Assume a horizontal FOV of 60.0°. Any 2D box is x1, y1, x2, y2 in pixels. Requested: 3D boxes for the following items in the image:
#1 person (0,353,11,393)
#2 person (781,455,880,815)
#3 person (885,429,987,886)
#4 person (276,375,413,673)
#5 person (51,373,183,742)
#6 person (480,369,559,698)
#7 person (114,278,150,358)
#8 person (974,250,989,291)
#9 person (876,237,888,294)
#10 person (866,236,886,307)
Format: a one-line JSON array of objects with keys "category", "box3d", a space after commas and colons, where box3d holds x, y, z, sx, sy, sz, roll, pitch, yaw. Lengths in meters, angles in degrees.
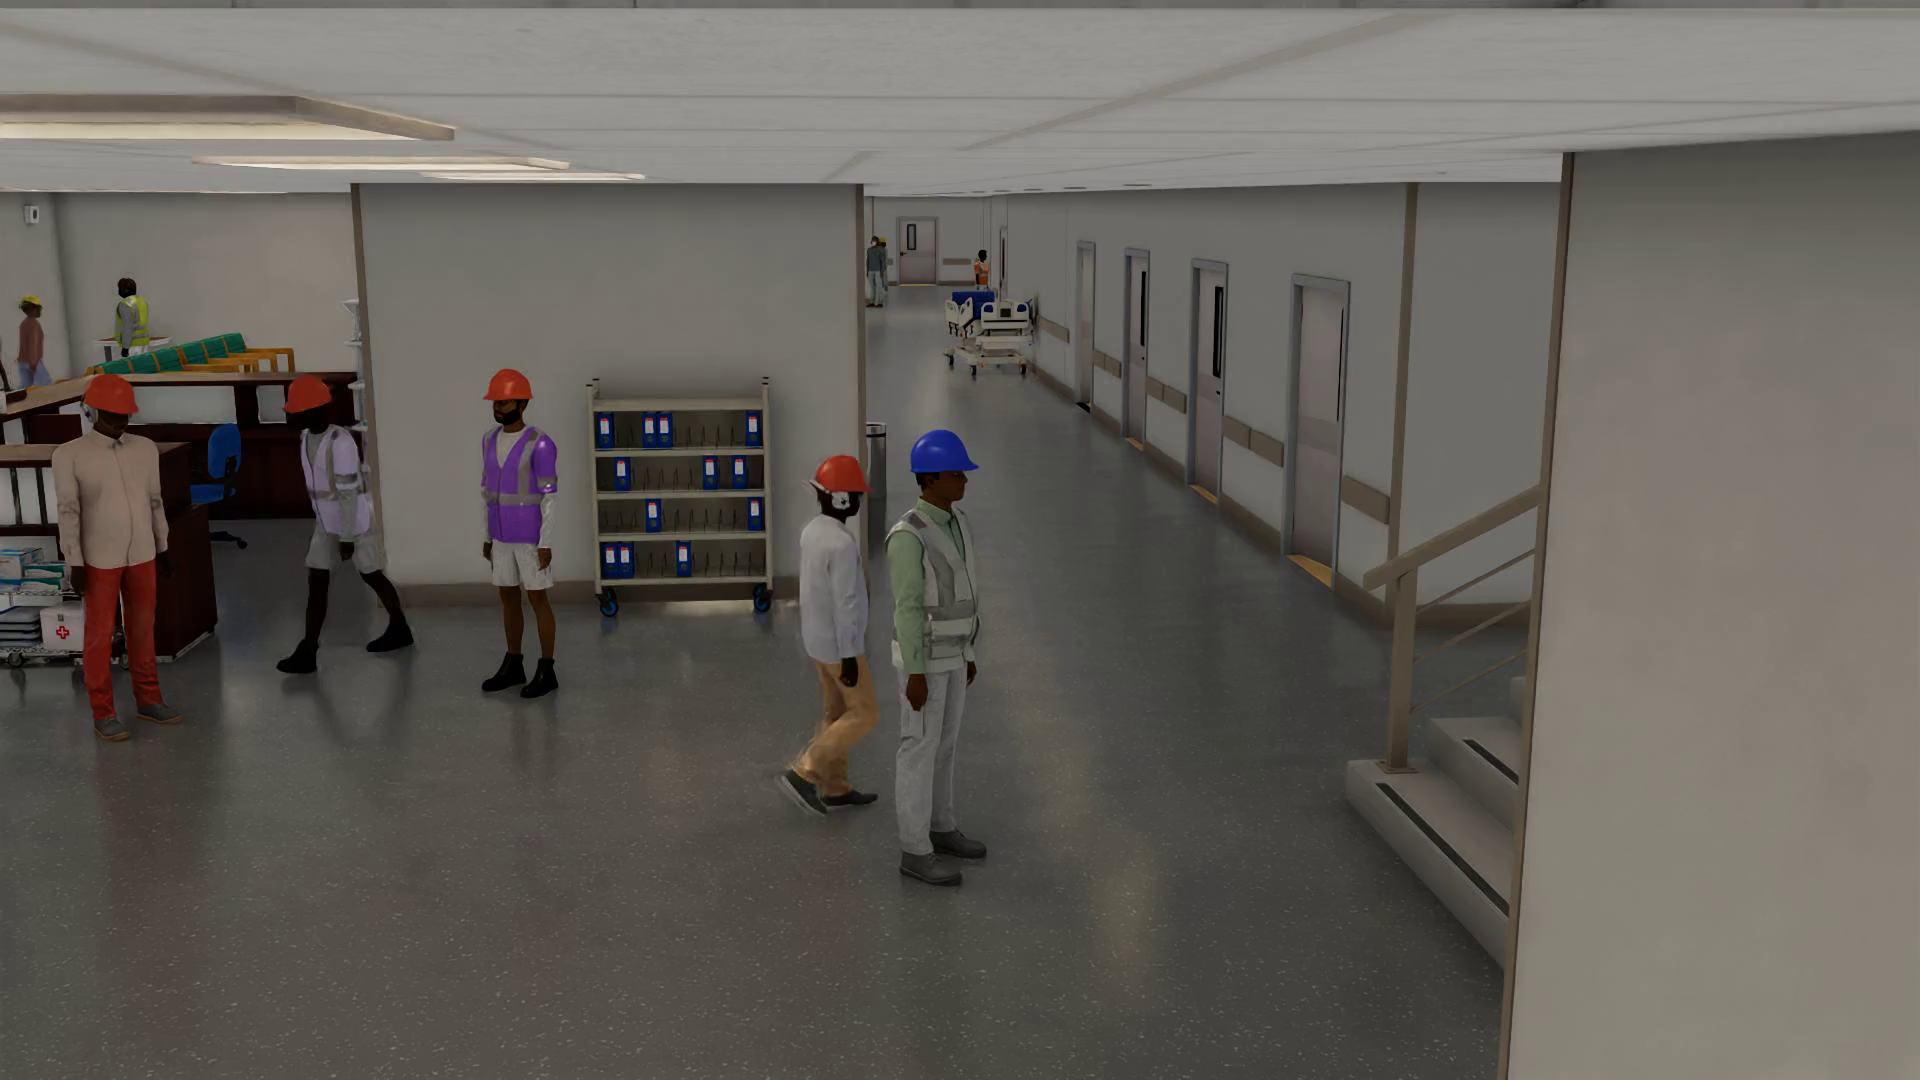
[{"category": "person", "box3d": [-10.359, -1.542, 17.456, 0.892, 1.808, 0.642, 5, 12, 22]}, {"category": "person", "box3d": [-0.596, 0.462, 7.844, 0.424, 1.735, 0.576, -4, 12, -19]}, {"category": "person", "box3d": [-0.103, 0.492, 7.178, 0.381, 1.951, 0.605, 5, 12, 21]}, {"category": "person", "box3d": [-3.883, -0.117, 10.424, 0.540, 1.865, 1.023, 7, 14, 32]}, {"category": "person", "box3d": [-4.582, 0.084, 9.077, 0.390, 1.990, 0.610, 6, 13, 29]}, {"category": "person", "box3d": [-2.612, -0.040, 9.799, 0.545, 1.942, 0.354, 6, 13, 28]}, {"category": "person", "box3d": [-11.501, -2.715, 23.120, 0.429, 1.842, 0.637, 0, 12, -2]}, {"category": "person", "box3d": [0.539, -6.333, 41.151, 0.317, 1.696, 0.540, 7, 13, 30]}, {"category": "person", "box3d": [-2.441, -8.584, 52.034, 0.290, 1.746, 0.487, -9, 14, -36]}, {"category": "person", "box3d": [-2.305, -7.313, 45.347, 0.630, 1.940, 0.371, 8, 14, 34]}]
